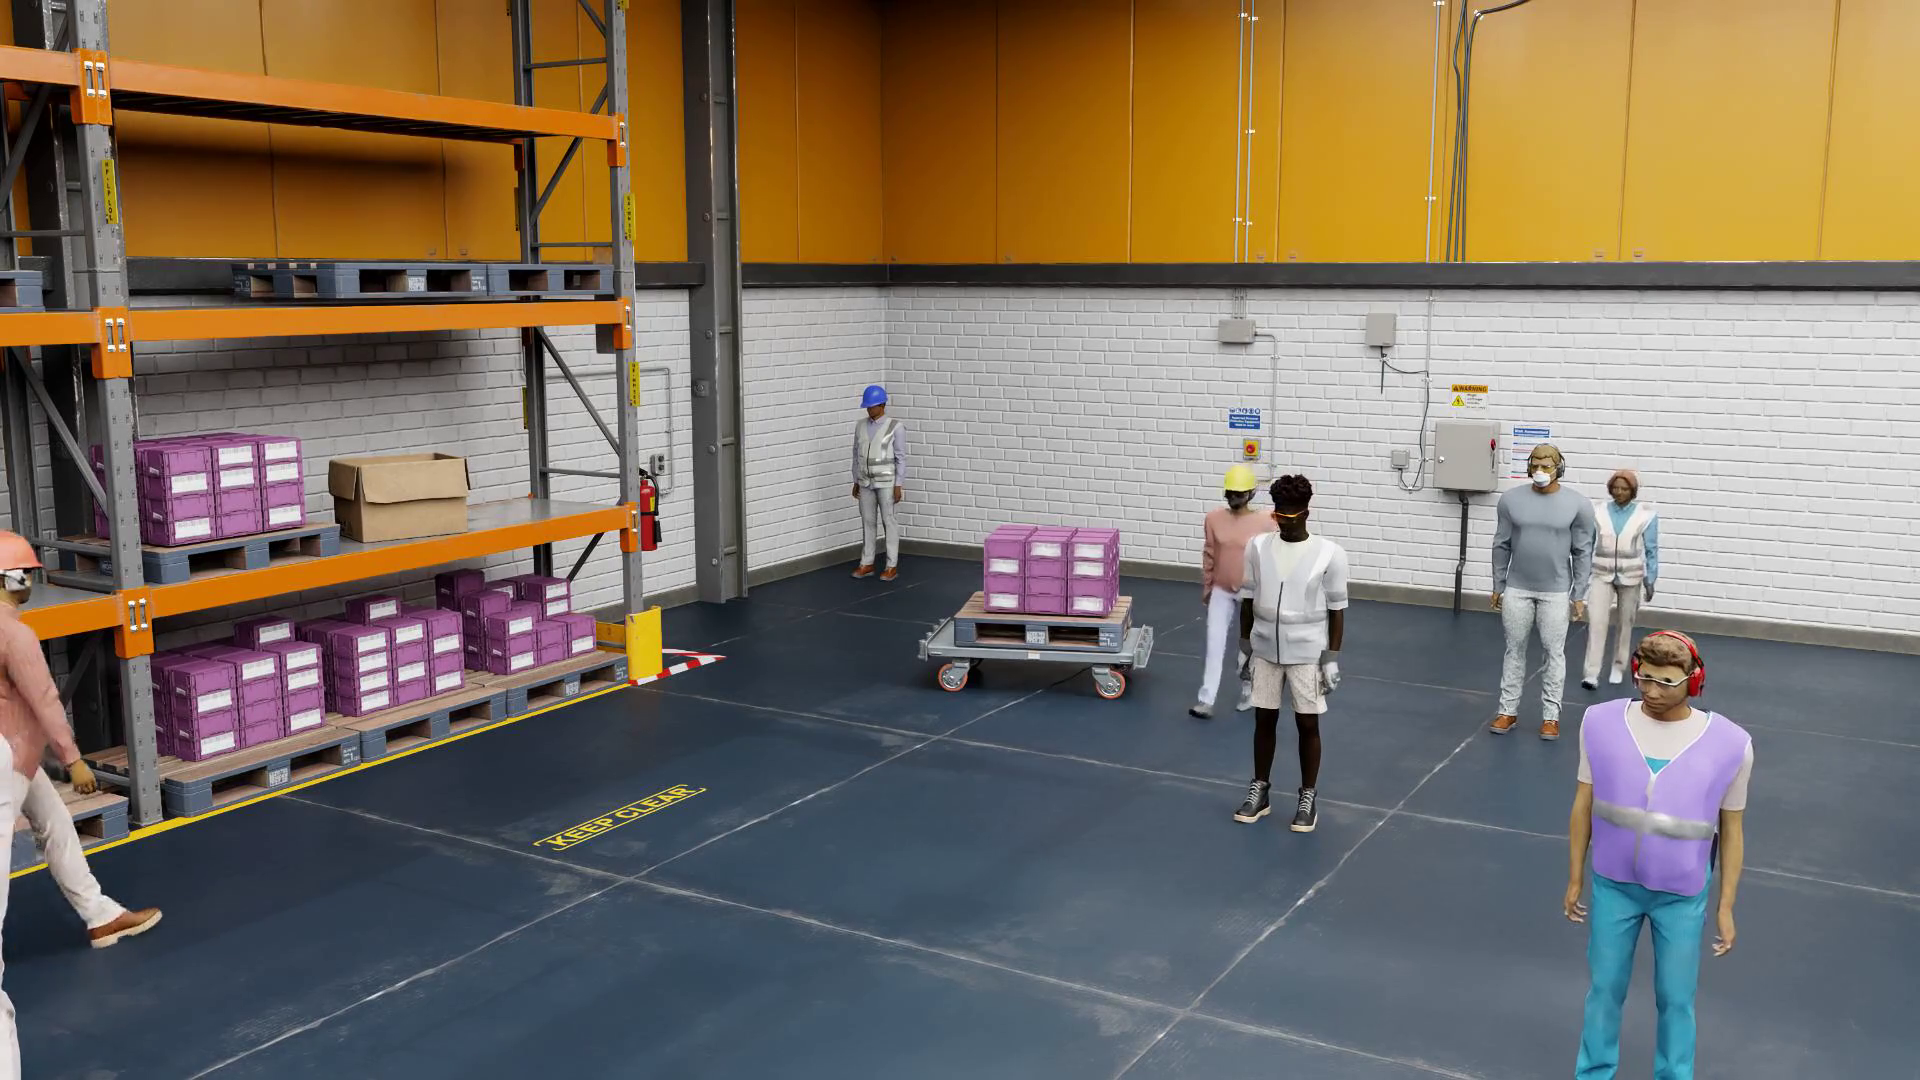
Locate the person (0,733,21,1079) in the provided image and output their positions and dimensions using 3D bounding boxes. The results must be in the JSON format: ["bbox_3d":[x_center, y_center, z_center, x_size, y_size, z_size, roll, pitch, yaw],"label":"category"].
[{"bbox_3d":[-3.408,1.209,5.514,0.639,1.902,0.406,5,11,31],"label":"person"}]

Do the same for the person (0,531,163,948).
[{"bbox_3d":[-4.100,0.934,7.153,1.069,1.936,0.619,-8,12,-42],"label":"person"}]

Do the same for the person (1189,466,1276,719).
[{"bbox_3d":[1.851,0.369,11.254,0.550,1.722,0.883,5,10,27],"label":"person"}]

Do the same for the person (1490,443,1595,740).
[{"bbox_3d":[3.779,0.333,10.859,0.627,1.941,0.371,5,11,31],"label":"person"}]

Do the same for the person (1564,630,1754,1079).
[{"bbox_3d":[2.391,1.203,5.743,0.563,1.837,0.389,5,11,31],"label":"person"}]

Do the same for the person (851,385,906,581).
[{"bbox_3d":[-0.818,-0.564,16.467,0.604,1.937,0.403,5,11,31],"label":"person"}]

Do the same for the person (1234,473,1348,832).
[{"bbox_3d":[1.791,0.610,9.076,0.603,1.956,0.381,5,11,31],"label":"person"}]

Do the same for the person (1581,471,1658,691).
[{"bbox_3d":[4.749,0.306,12.035,0.543,1.596,0.836,5,10,27],"label":"person"}]
